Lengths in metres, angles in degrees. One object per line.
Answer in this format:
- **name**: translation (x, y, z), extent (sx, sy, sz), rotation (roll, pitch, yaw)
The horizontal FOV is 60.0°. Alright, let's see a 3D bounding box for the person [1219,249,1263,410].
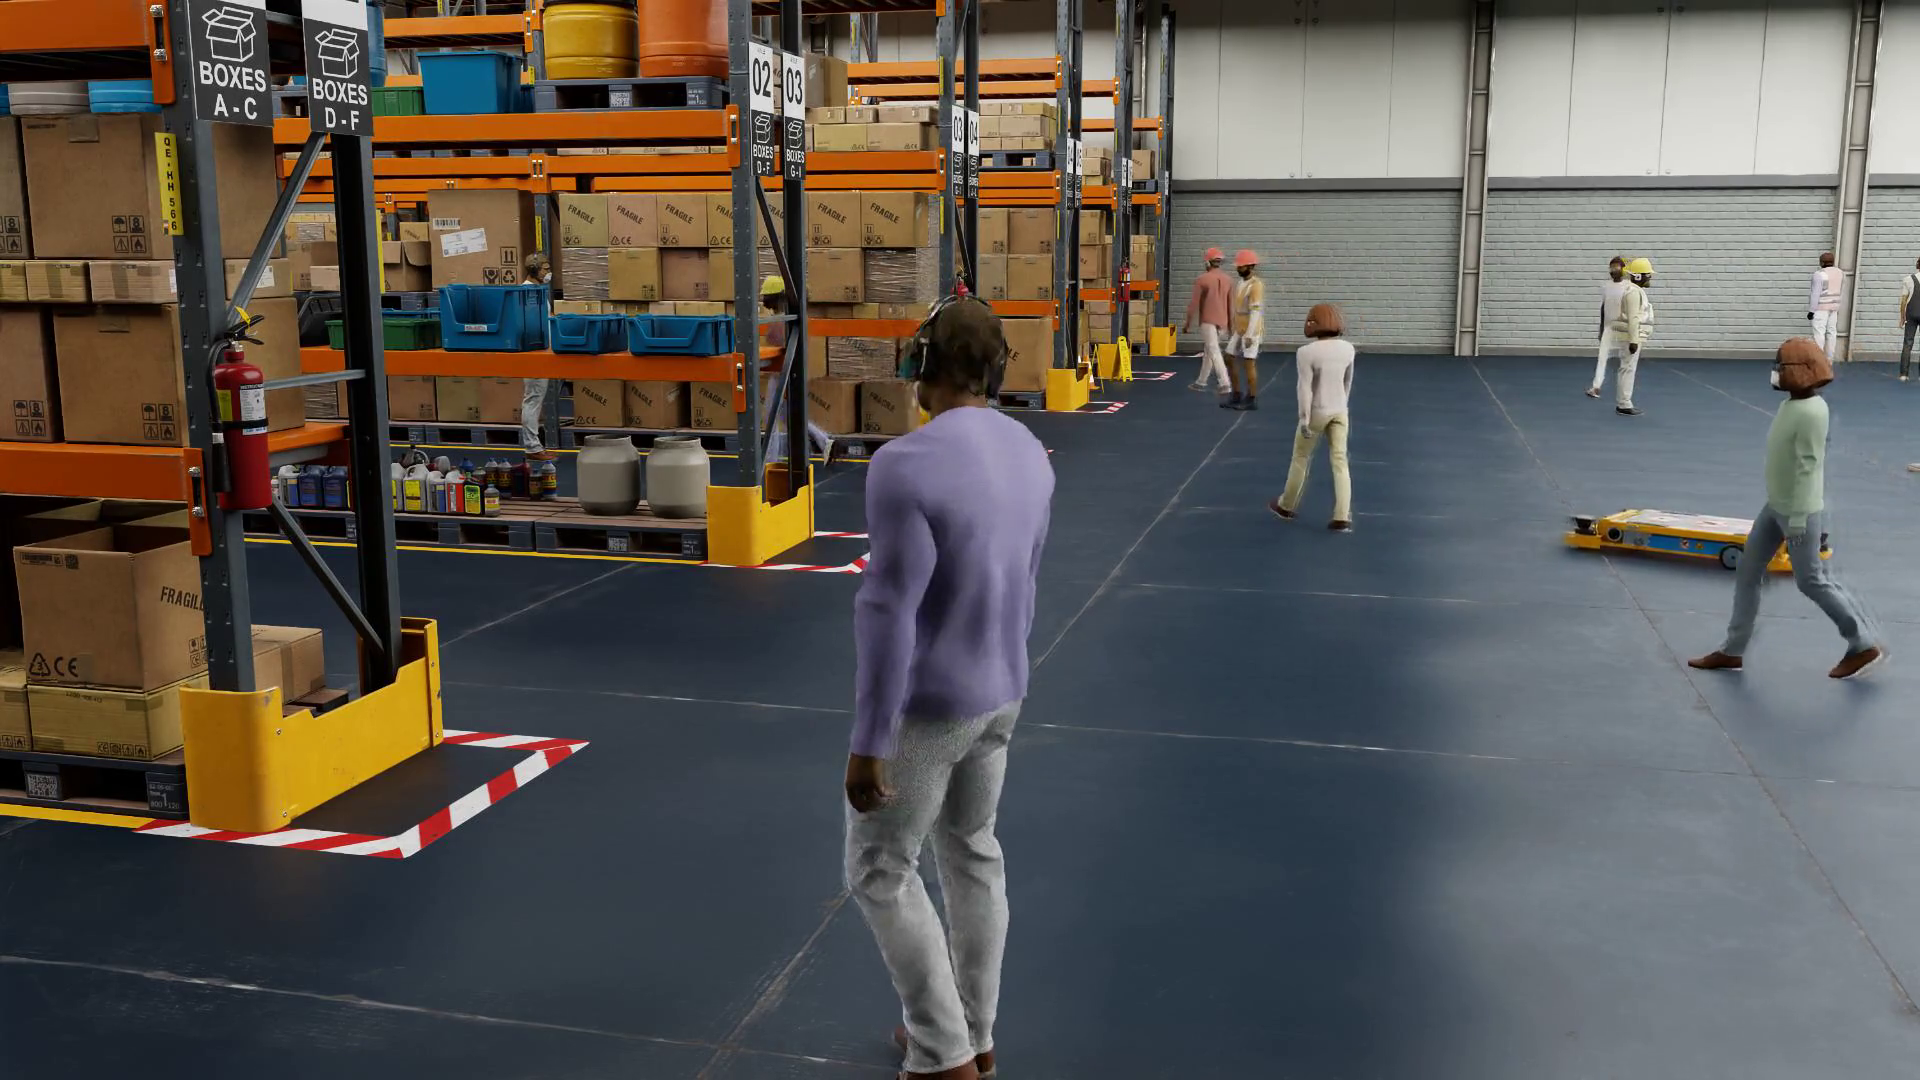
- **person**: translation (3.340, -2.498, 19.888), extent (0.540, 1.923, 0.581), rotation (-3, 11, -16)

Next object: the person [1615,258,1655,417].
- **person**: translation (7.862, -2.361, 19.395), extent (0.404, 1.834, 0.591), rotation (4, 11, 19)

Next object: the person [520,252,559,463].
- **person**: translation (-3.911, -1.674, 15.323), extent (0.356, 1.933, 0.628), rotation (-3, 11, -15)

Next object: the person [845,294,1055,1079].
- **person**: translation (-0.025, 0.404, 3.903), extent (0.401, 1.913, 0.720), rotation (7, 12, 34)

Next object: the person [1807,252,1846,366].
- **person**: translation (14.035, -3.740, 27.028), extent (0.622, 1.840, 0.430), rotation (-3, 11, -18)

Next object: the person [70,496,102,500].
- **person**: translation (-5.417, -0.717, 10.321), extent (0.513, 1.814, 0.625), rotation (2, 10, 8)

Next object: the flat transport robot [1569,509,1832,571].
- **flat transport robot**: translation (4.771, -0.019, 10.747), extent (1.431, 0.197, 0.652), rotation (9, 14, 41)

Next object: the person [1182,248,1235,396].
- **person**: translation (3.350, -2.890, 22.053), extent (0.623, 1.946, 1.041), rotation (-7, 12, -32)

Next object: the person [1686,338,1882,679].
- **person**: translation (3.916, -0.141, 7.741), extent (0.803, 1.599, 0.508), rotation (2, 10, 9)

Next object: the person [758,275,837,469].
- **person**: translation (-1.480, -1.432, 14.514), extent (0.725, 1.744, 0.530), rotation (0, 10, 1)

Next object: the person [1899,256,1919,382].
- **person**: translation (13.823, -3.189, 23.948), extent (0.514, 1.845, 0.336), rotation (9, 14, 41)

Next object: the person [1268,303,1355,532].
- **person**: translation (2.552, -0.881, 11.864), extent (0.506, 1.593, 0.846), rotation (-4, 11, -19)

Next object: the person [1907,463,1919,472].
- **person**: translation (8.566, -1.487, 14.411), extent (0.355, 1.883, 0.573), rotation (2, 10, 8)

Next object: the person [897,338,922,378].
- **person**: translation (-0.423, -1.854, 16.916), extent (0.917, 1.722, 0.536), rotation (4, 11, 21)

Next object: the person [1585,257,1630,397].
- **person**: translation (8.560, -2.777, 21.741), extent (0.968, 1.818, 0.545), rotation (-9, 14, -41)
